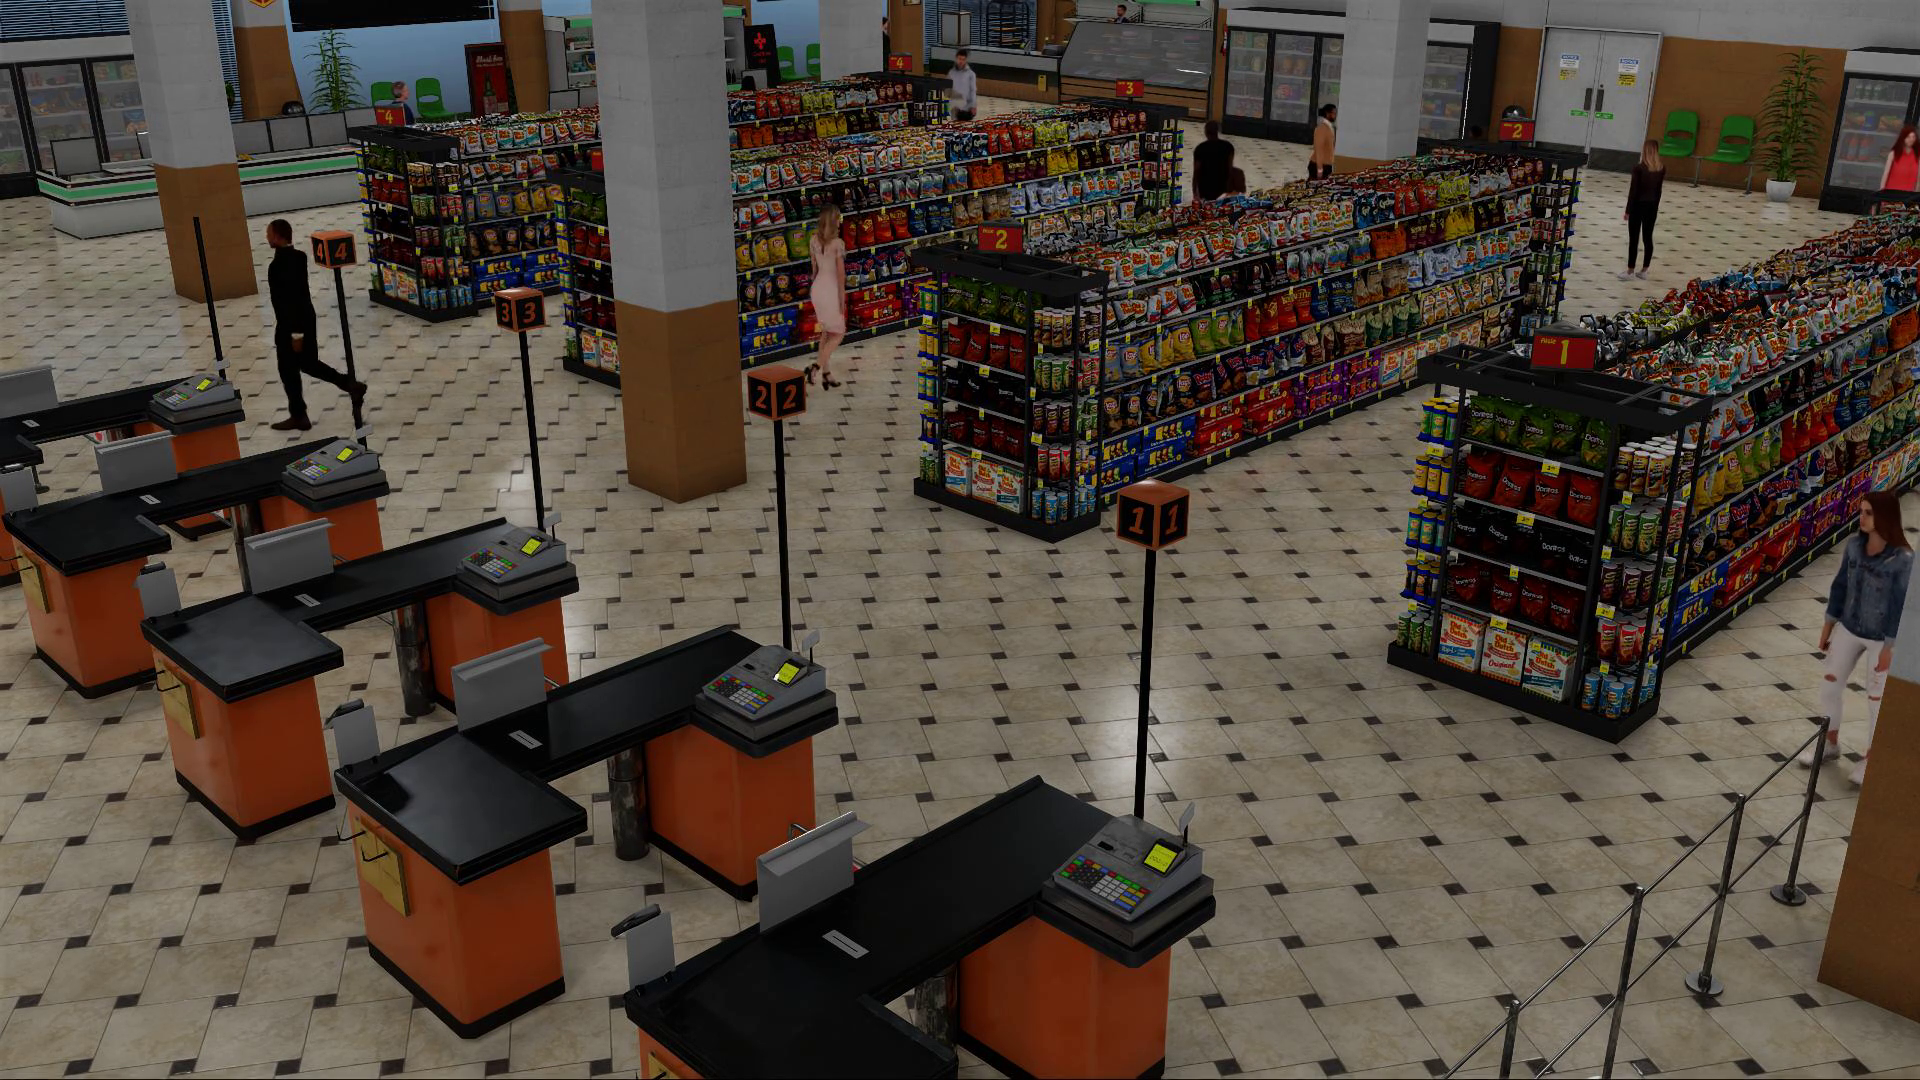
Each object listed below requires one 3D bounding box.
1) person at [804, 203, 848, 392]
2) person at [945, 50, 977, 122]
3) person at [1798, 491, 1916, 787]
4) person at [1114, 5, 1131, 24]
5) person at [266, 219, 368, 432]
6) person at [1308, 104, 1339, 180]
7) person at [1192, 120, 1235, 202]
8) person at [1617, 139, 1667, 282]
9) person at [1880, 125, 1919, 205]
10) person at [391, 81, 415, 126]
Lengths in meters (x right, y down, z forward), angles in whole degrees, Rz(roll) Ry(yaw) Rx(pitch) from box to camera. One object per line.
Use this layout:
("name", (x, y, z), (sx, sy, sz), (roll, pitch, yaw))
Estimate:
("person", (-1.320, -2.253, 15.767), (0.703, 1.810, 0.863), (13, 26, 30))
("person", (0.018, -7.449, 28.600), (1.236, 1.884, 1.319), (2, 22, 4))
("person", (4.954, 0.525, 9.017), (0.716, 1.688, 0.706), (-10, 24, -24))
("person", (3.724, -11.420, 38.504), (0.585, 1.867, 0.634), (-19, 29, -39))
("person", (-5.794, -1.893, 14.768), (1.206, 1.886, 1.072), (-4, 22, -9))
("person", (4.942, -5.172, 23.147), (0.869, 1.723, 1.148), (14, 26, 32))
("person", (3.216, -4.359, 21.037), (1.083, 1.788, 1.107), (-2, 22, -4))
("person", (8.362, -4.036, 20.347), (0.620, 1.703, 0.735), (-5, 23, -13))
("person", (11.723, -4.283, 20.836), (0.786, 1.796, 0.845), (4, 22, 10))
("person", (-8.171, -5.805, 24.525), (0.582, 1.870, 0.684), (-15, 26, -33))
